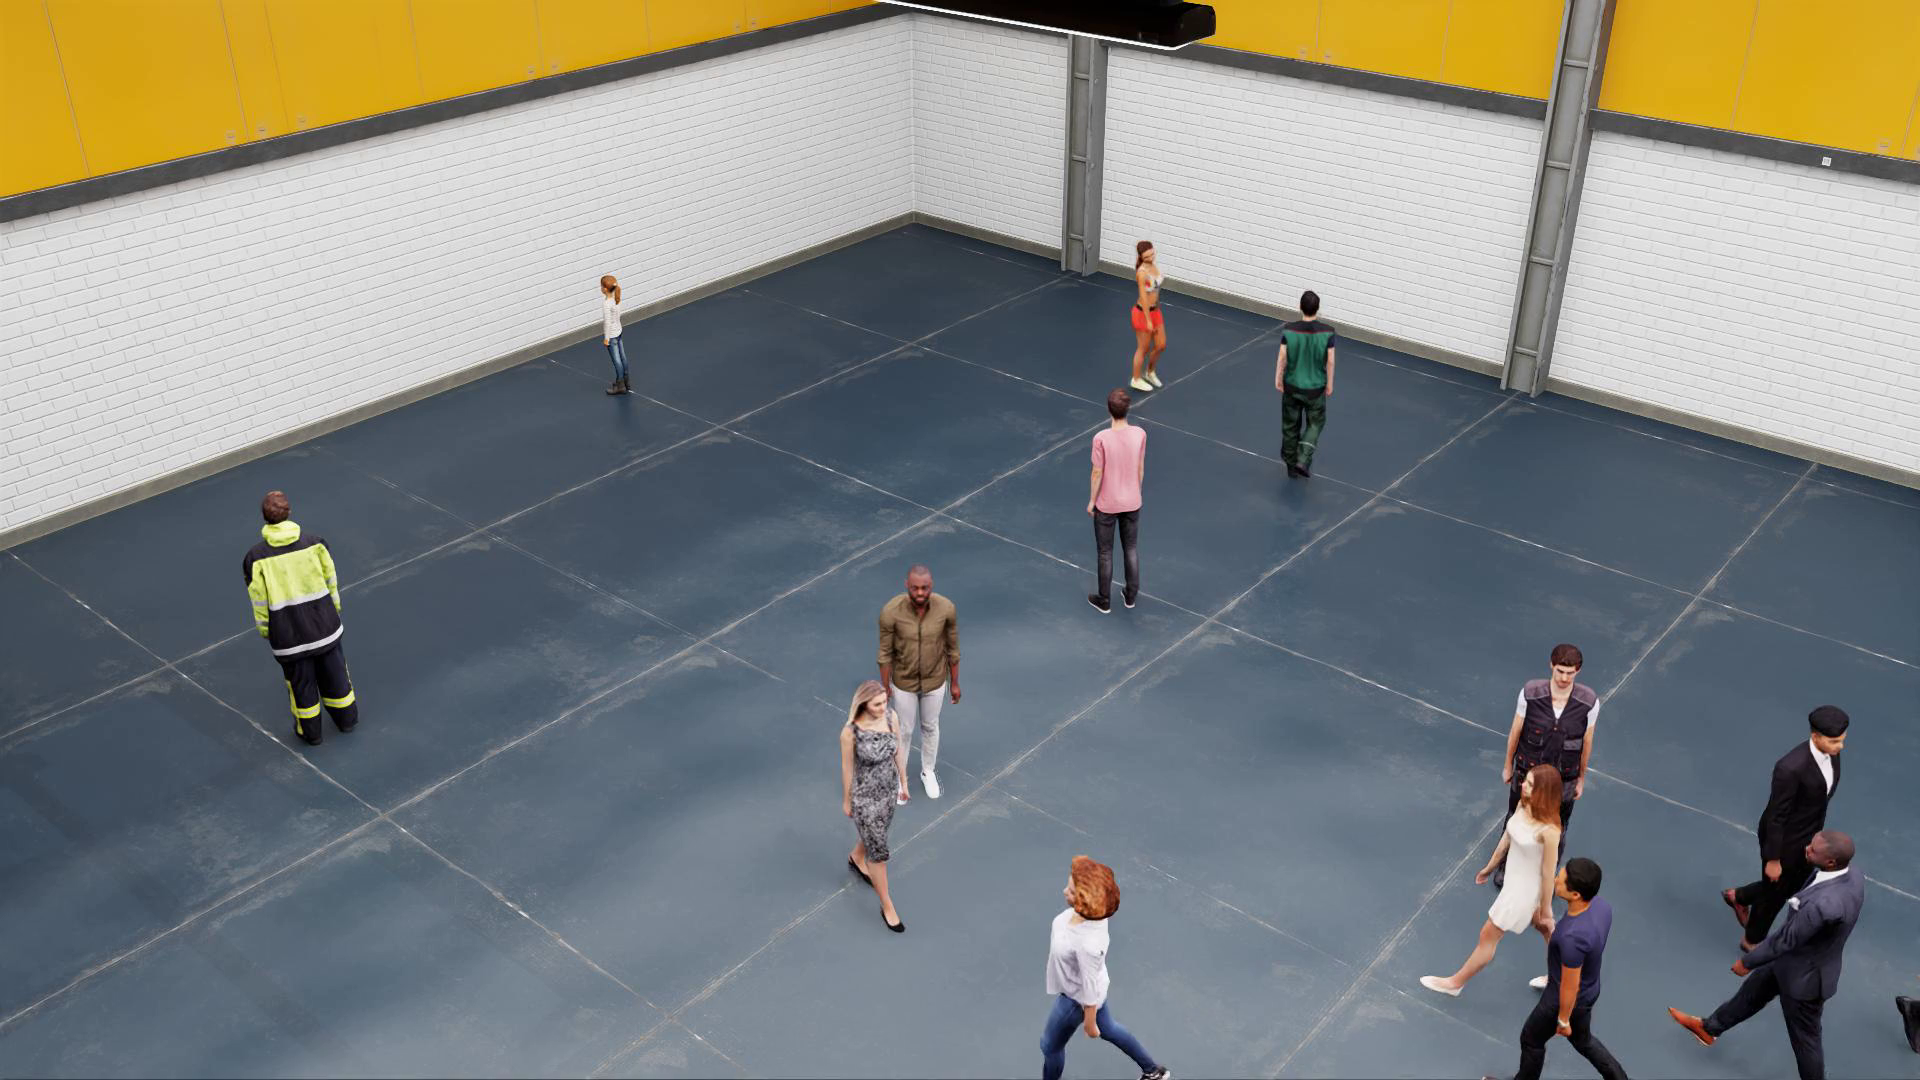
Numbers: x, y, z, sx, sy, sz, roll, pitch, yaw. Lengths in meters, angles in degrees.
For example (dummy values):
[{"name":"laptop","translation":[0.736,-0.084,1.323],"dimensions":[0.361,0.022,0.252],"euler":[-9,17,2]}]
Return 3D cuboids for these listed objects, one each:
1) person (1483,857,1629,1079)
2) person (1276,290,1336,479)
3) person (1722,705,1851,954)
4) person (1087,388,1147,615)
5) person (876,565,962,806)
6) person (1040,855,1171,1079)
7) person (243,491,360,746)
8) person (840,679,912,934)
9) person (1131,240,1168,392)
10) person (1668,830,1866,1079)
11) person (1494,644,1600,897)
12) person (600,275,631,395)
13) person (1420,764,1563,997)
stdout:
[{"name":"person","translation":[3.326,2.430,8.838],"dimensions":[1.080,1.763,0.695],"euler":[23,36,35]},{"name":"person","translation":[3.264,-1.429,15.778],"dimensions":[0.911,1.893,0.942],"euler":[8,30,14]},{"name":"person","translation":[4.913,1.730,10.018],"dimensions":[0.846,1.861,0.895],"euler":[-16,33,-27]},{"name":"person","translation":[1.290,-0.314,13.664],"dimensions":[0.715,1.959,0.720],"euler":[-9,30,-16]},{"name":"person","translation":[-0.292,0.947,11.491],"dimensions":[0.833,1.826,0.861],"euler":[-5,29,-10]},{"name":"person","translation":[0.759,2.414,8.947],"dimensions":[1.207,1.686,1.008],"euler":[4,29,8]},{"name":"person","translation":[-4.782,0.560,12.039],"dimensions":[0.827,1.981,0.729],"euler":[-20,34,-32]},{"name":"person","translation":[-0.581,1.571,10.504],"dimensions":[0.731,1.675,1.025],"euler":[-20,35,-32]},{"name":"person","translation":[1.969,-2.379,17.672],"dimensions":[0.618,1.745,0.688],"euler":[11,31,19]},{"name":"person","translation":[4.609,2.371,8.925],"dimensions":[1.135,1.784,0.712],"euler":[20,35,33]},{"name":"person","translation":[3.730,1.440,10.567],"dimensions":[0.651,1.845,0.787],"euler":[9,30,15]},{"name":"person","translation":[-3.697,-2.201,17.794],"dimensions":[0.595,1.316,0.556],"euler":[7,29,12]},{"name":"person","translation":[3.387,2.018,9.702],"dimensions":[1.187,1.659,1.059],"euler":[0,29,0]}]
